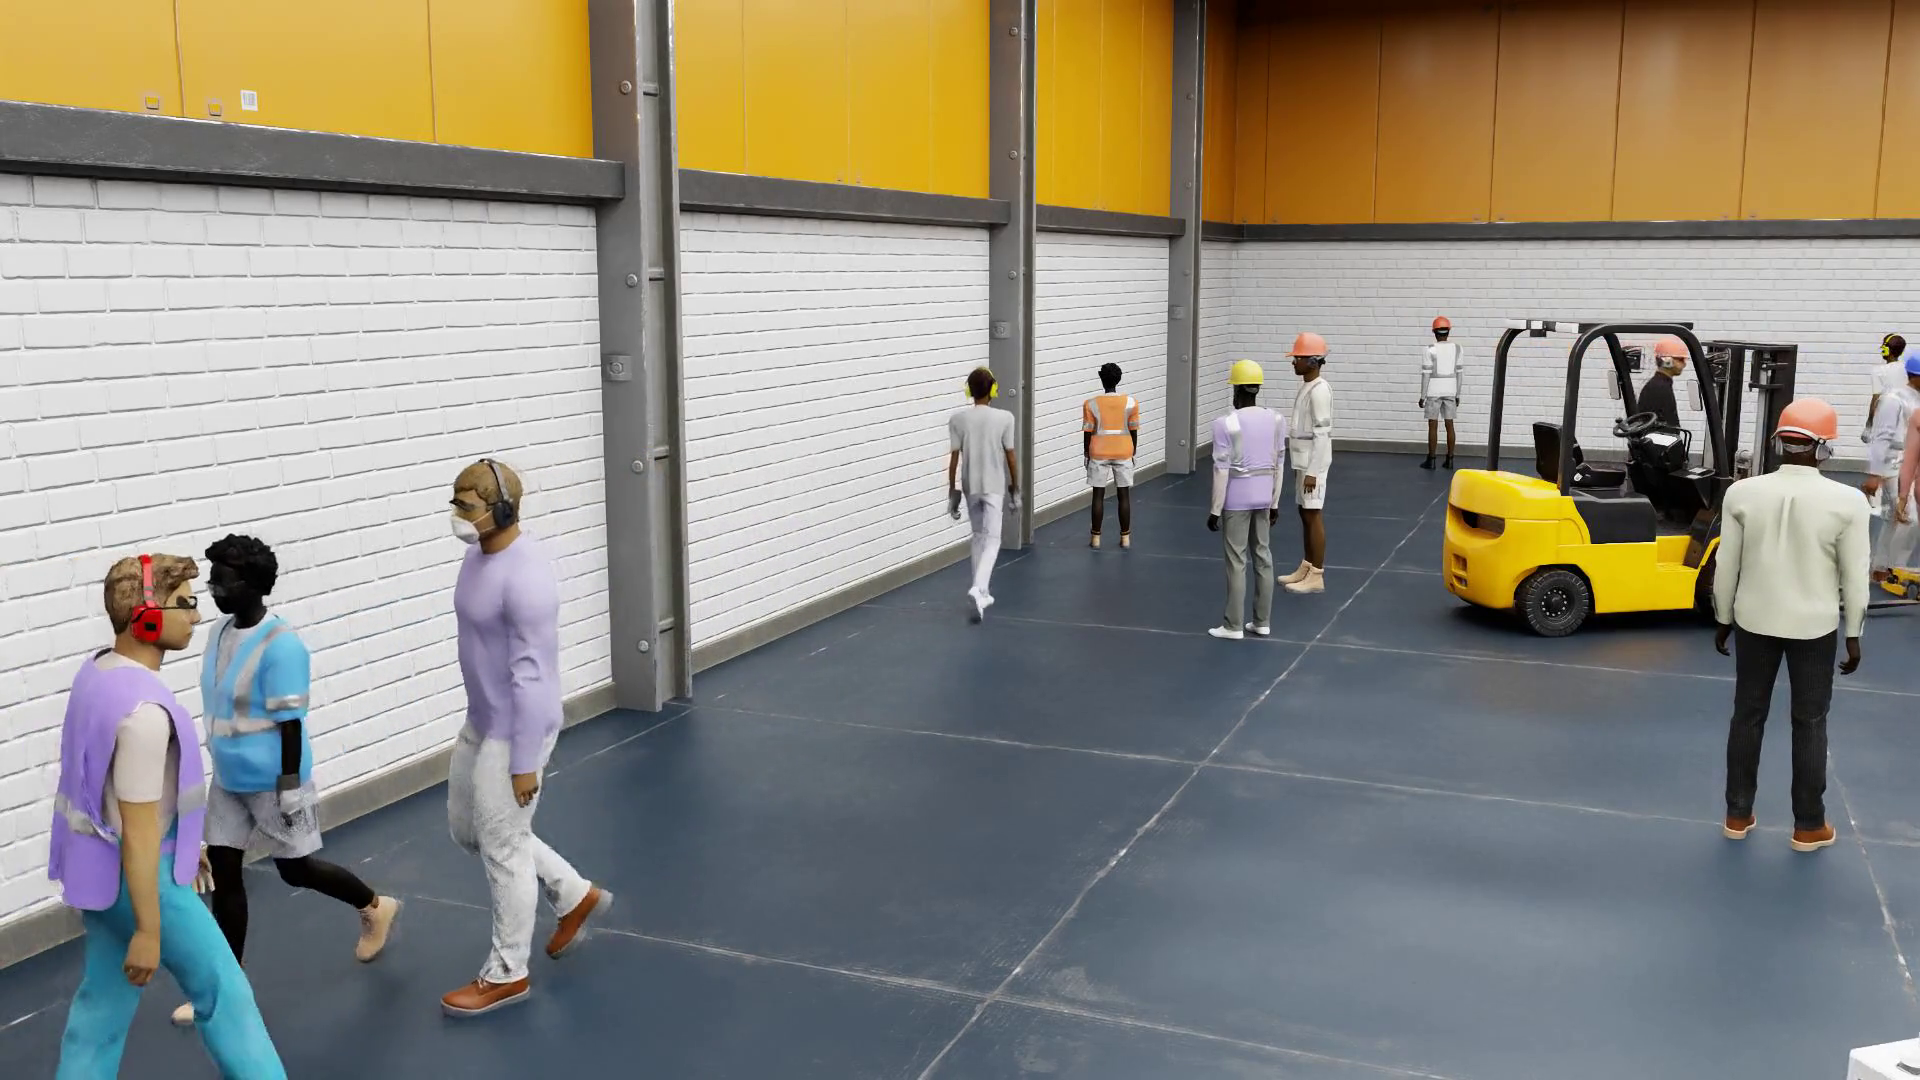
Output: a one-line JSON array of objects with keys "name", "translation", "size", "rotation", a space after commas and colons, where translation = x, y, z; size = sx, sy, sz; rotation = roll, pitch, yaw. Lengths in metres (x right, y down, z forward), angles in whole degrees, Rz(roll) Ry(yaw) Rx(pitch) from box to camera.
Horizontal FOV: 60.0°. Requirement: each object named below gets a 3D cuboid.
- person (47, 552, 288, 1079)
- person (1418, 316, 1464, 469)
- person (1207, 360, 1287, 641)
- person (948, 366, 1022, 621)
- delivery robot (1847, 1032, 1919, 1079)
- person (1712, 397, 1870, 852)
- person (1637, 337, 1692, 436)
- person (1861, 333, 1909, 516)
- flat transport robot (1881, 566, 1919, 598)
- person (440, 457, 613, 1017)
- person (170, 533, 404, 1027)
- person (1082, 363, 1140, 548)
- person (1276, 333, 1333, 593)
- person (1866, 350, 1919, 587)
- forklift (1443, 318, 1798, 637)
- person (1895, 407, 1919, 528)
[{"name": "person", "translation": [-2.107, 0.921, 4.552], "size": [0.913, 1.801, 0.594], "rotation": [-8, 12, -40]}, {"name": "person", "translation": [6.055, -1.849, 20.992], "size": [0.542, 1.928, 0.374], "rotation": [-1, 9, -7]}, {"name": "person", "translation": [1.952, -0.268, 11.408], "size": [0.586, 1.928, 0.364], "rotation": [-5, 11, -28]}, {"name": "person", "translation": [0.157, -0.350, 12.186], "size": [0.522, 1.843, 0.833], "rotation": [3, 10, 18]}, {"name": "delivery robot", "translation": [2.802, 1.502, 4.548], "size": [0.707, 0.478, 0.477], "rotation": [-3, 10, -17]}, {"name": "person", "translation": [3.669, 0.366, 7.362], "size": [0.621, 1.992, 0.397], "rotation": [7, 12, 38]}, {"name": "person", "translation": [5.888, -0.698, 13.864], "size": [0.634, 1.970, 0.656], "rotation": [4, 10, 24]}, {"name": "person", "translation": [9.529, -1.182, 17.112], "size": [0.513, 1.876, 0.328], "rotation": [-2, 10, -13]}, {"name": "flat transport robot", "translation": [7.584, 0.401, 12.364], "size": [0.652, 0.197, 1.431], "rotation": [0, 9, -2]}, {"name": "person", "translation": [-1.533, 0.666, 5.739], "size": [0.568, 1.928, 0.648], "rotation": [-6, 11, -31]}, {"name": "person", "translation": [-2.371, 0.789, 5.786], "size": [0.539, 1.670, 0.771], "rotation": [7, 12, 37]}, {"name": "person", "translation": [1.366, -0.761, 15.114], "size": [0.532, 1.694, 0.320], "rotation": [0, 9, -1]}, {"name": "person", "translation": [2.724, -0.599, 13.069], "size": [0.375, 2.044, 0.605], "rotation": [0, 9, 2]}, {"name": "person", "translation": [7.437, -0.532, 13.021], "size": [0.737, 1.913, 0.595], "rotation": [-6, 11, -31]}, {"name": "forklift", "translation": [4.706, -0.497, 11.990], "size": [2.313, 2.155, 1.214], "rotation": [-2, 10, -10]}, {"name": "person", "translation": [6.931, -0.306, 11.569], "size": [0.654, 1.940, 1.013], "rotation": [8, 12, 41]}]
